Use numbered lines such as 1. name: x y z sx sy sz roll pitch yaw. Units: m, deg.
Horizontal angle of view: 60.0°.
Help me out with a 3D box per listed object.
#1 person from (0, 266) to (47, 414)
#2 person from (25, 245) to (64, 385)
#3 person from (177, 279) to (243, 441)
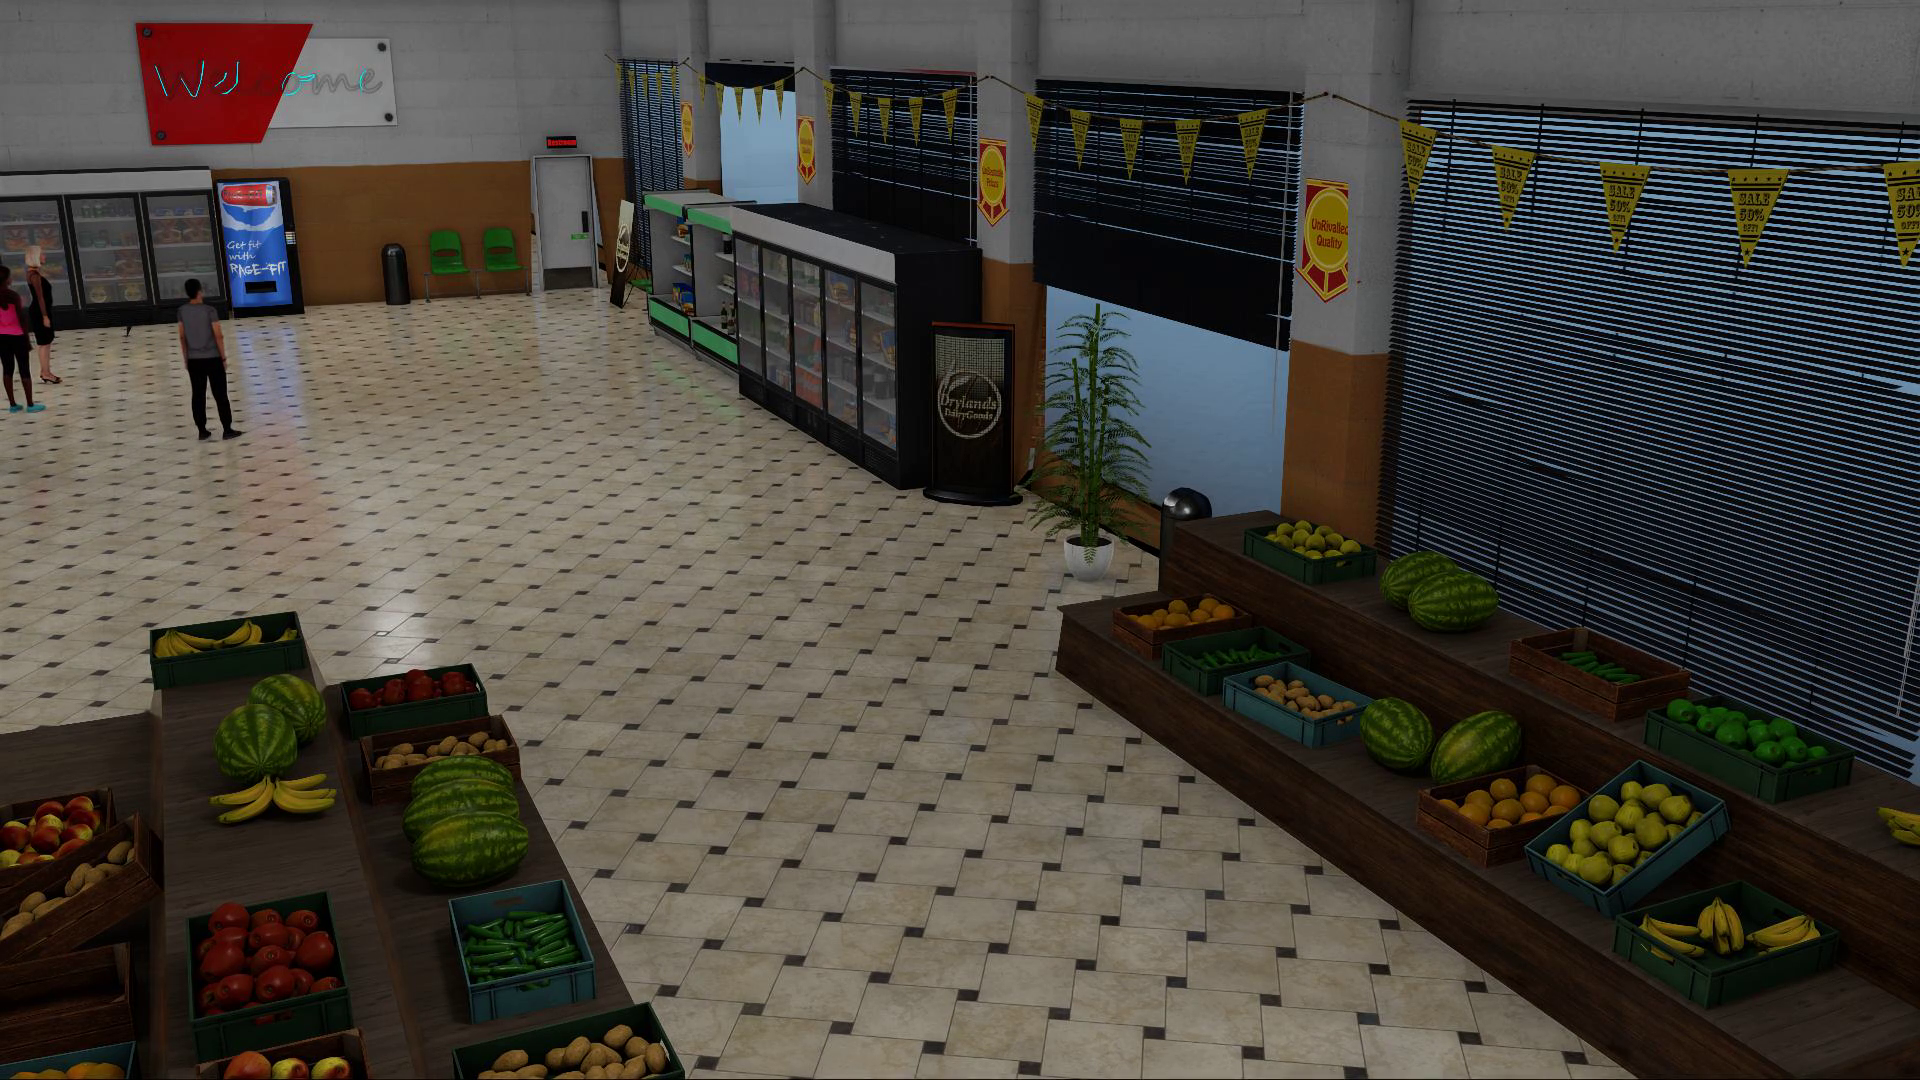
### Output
1. person: -11.083 -2.345 19.418 0.659 1.725 0.694 2 17 7
2. person: -11.633 -2.849 21.047 0.640 1.743 0.460 -9 19 -27
3. person: -8.242 -1.972 18.143 0.706 1.753 0.699 0 17 0
